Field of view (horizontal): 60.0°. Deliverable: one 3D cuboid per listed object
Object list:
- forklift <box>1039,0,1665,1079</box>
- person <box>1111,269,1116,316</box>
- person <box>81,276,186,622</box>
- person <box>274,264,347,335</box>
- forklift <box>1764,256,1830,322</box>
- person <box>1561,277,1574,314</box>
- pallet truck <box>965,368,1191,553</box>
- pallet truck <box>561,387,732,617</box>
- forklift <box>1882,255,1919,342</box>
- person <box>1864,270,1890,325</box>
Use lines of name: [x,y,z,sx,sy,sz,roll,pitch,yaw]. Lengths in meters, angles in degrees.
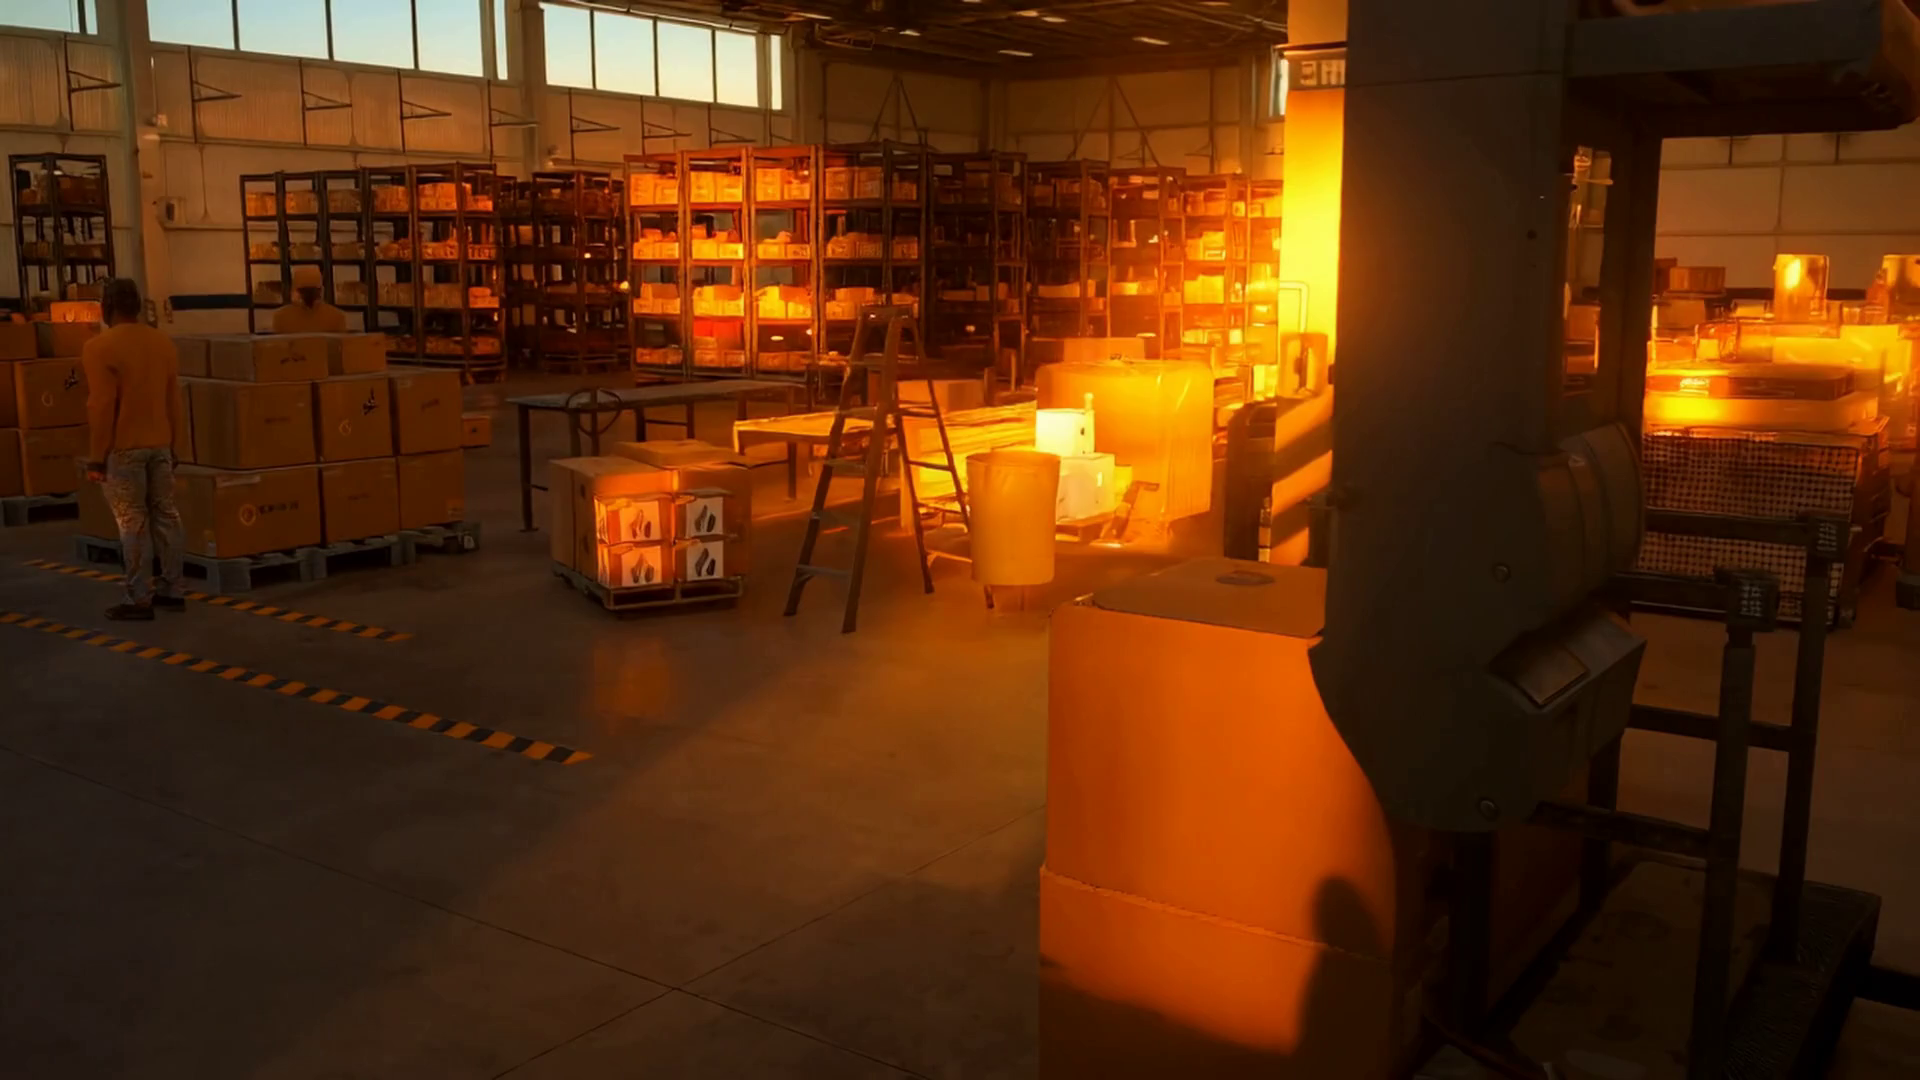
forklift: [1.249,-0.137,4.360,1.873,2.768,1.129,7,12,35]
person: [3.672,-5.687,40.496,0.570,1.840,0.373,-9,13,-43]
person: [-4.654,-0.507,9.364,0.373,1.940,0.627,3,10,17]
person: [-5.580,-1.376,14.378,0.613,1.991,0.392,-5,11,-27]
forklift: [20.253,-5.854,40.139,1.157,1.987,2.680,7,12,35]
person: [12.323,-4.652,34.314,0.662,1.854,1.004,9,13,43]
pallet truck: [0.845,-0.609,11.869,1.630,1.274,0.653,7,12,35]
pallet truck: [-1.981,-0.274,10.088,0.680,1.201,1.601,-5,11,-28]
forklift: [22.089,-5.634,38.796,1.157,1.987,2.680,6,11,33]
person: [19.445,-4.798,35.242,0.403,1.827,0.600,-3,10,-18]
